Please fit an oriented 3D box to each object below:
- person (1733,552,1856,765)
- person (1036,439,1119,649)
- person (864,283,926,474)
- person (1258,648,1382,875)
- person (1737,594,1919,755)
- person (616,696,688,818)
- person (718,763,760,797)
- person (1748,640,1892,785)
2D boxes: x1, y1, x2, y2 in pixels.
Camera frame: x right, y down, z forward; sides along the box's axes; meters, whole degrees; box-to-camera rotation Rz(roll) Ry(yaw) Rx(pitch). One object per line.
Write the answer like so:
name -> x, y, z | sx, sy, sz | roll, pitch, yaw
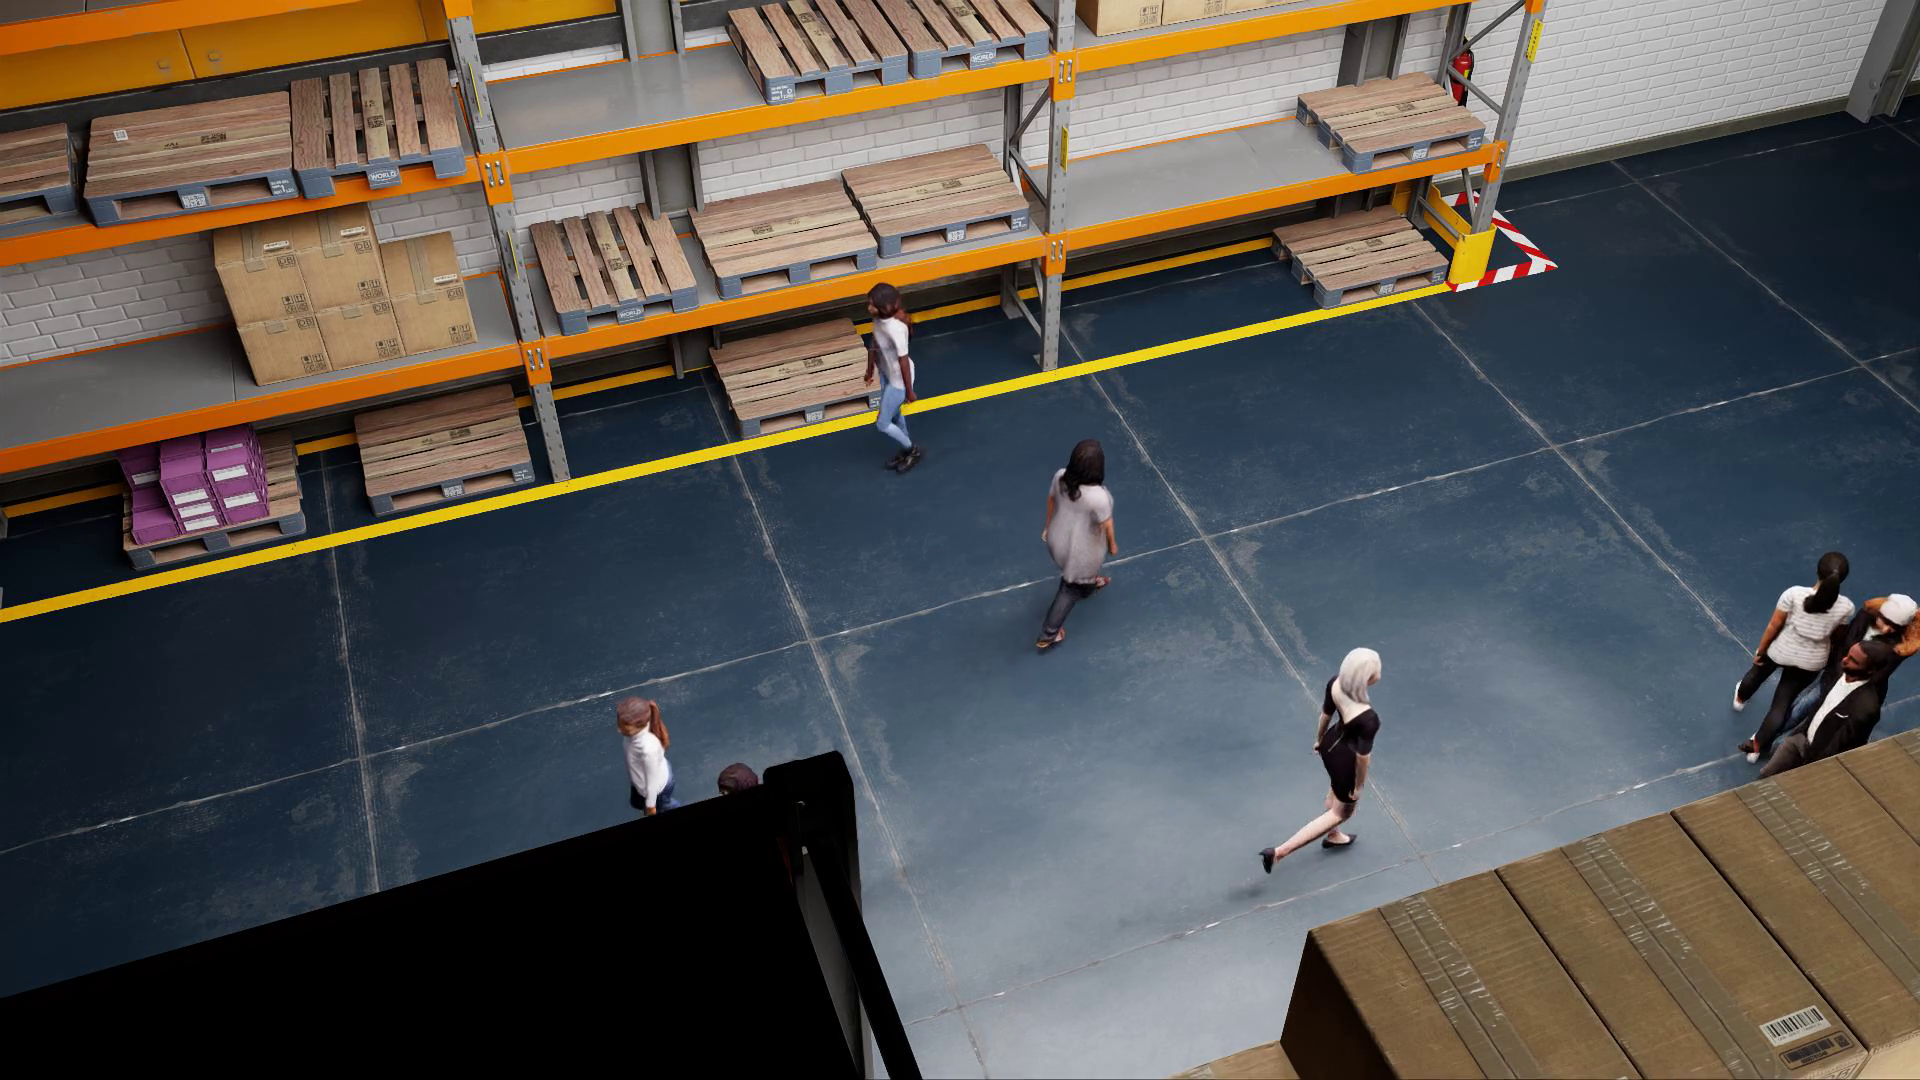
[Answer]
person -> 5.104, 0.761, 10.181 | 0.898, 1.619, 0.971 | 19, 47, 19
person -> 0.721, 0.053, 10.964 | 1.144, 1.565, 0.884 | -32, 52, -29
person -> -0.395, -1.206, 12.187 | 0.604, 1.701, 0.577 | -16, 46, -16
person -> 2.101, 1.300, 9.474 | 1.000, 1.814, 0.616 | -17, 46, -17
person -> 5.482, 0.870, 10.079 | 0.904, 1.602, 0.706 | -8, 44, -8
person -> -1.696, 1.372, 9.597 | 0.675, 1.541, 0.548 | -14, 45, -14
person -> -1.091, 1.725, 9.246 | 1.087, 1.514, 0.713 | -24, 48, -23
person -> 5.041, 1.257, 9.566 | 1.259, 1.750, 0.972 | 1, 44, 2
